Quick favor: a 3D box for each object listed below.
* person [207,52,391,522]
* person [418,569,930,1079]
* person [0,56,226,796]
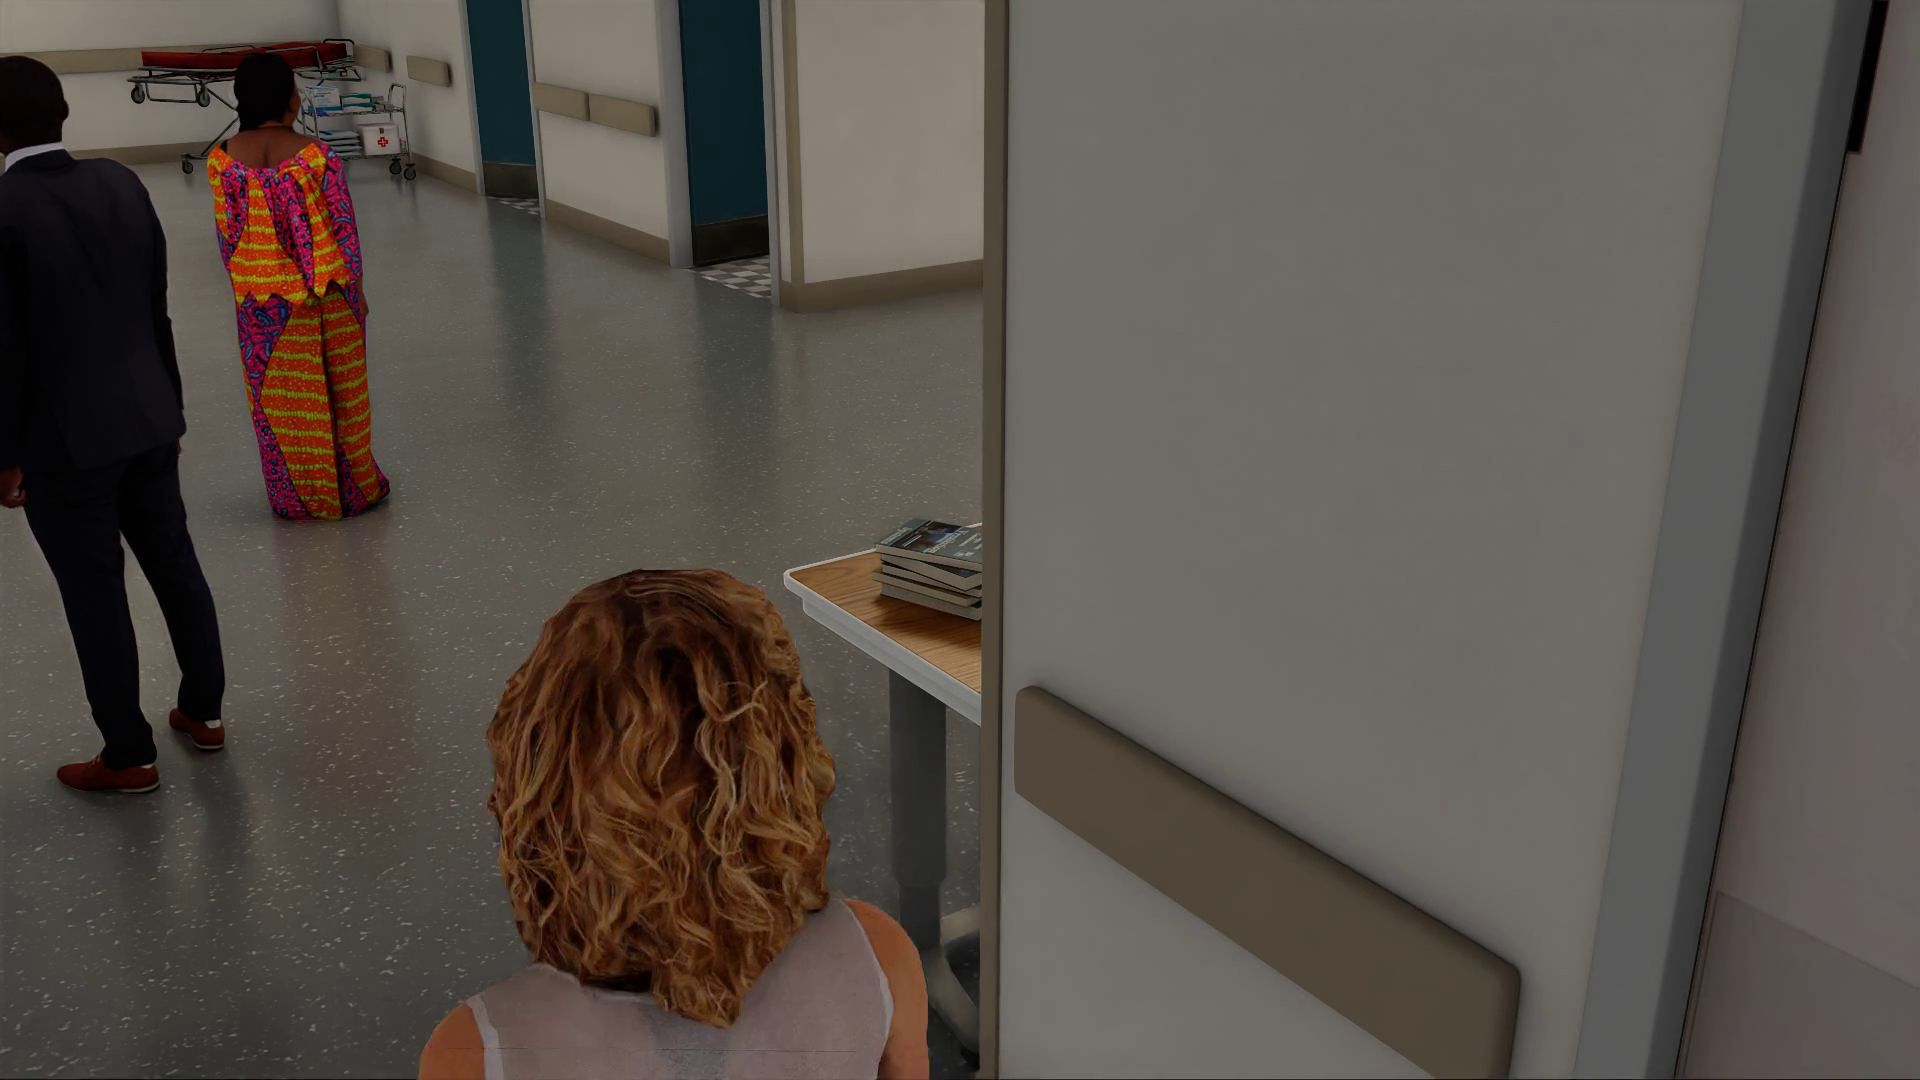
[{"bbox_3d":[-2.425,-0.932,6.066,0.777,1.681,0.820,0,21,-1],"label":"person"},{"bbox_3d":[-0.196,0.862,1.428,0.823,1.626,1.166,-8,22,-19],"label":"person"},{"bbox_3d":[-2.125,-0.254,4.094,0.779,1.824,0.784,10,23,26],"label":"person"}]
